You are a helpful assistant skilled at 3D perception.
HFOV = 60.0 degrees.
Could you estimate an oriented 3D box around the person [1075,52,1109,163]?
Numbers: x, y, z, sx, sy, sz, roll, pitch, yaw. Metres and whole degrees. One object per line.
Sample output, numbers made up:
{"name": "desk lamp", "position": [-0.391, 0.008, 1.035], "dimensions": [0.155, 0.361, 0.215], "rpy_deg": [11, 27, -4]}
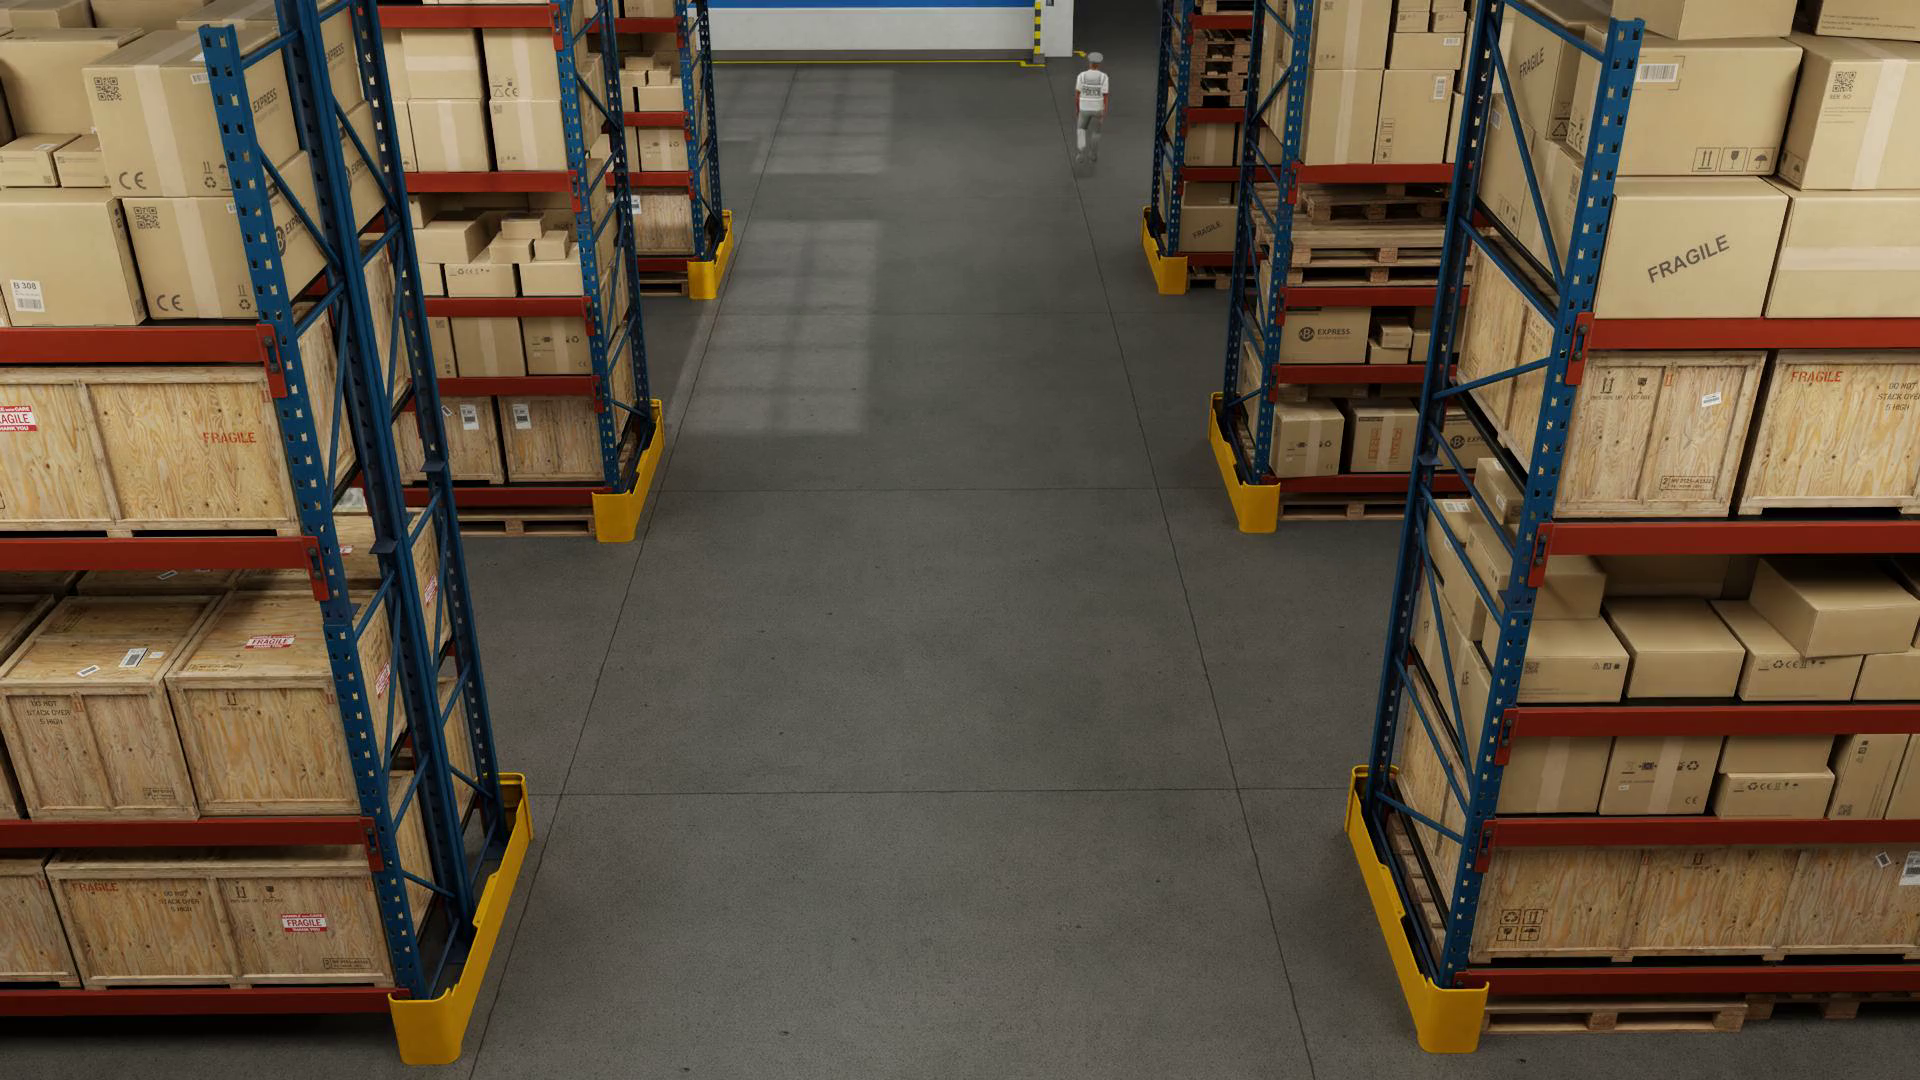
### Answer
{"name": "person", "position": [2.113, -6.940, 26.777], "dimensions": [0.534, 1.774, 0.583], "rpy_deg": [4, 29, 8]}

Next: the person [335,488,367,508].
{"name": "person", "position": [-5.078, -0.088, 14.149], "dimensions": [0.748, 1.651, 0.478], "rpy_deg": [-10, 30, -18]}
